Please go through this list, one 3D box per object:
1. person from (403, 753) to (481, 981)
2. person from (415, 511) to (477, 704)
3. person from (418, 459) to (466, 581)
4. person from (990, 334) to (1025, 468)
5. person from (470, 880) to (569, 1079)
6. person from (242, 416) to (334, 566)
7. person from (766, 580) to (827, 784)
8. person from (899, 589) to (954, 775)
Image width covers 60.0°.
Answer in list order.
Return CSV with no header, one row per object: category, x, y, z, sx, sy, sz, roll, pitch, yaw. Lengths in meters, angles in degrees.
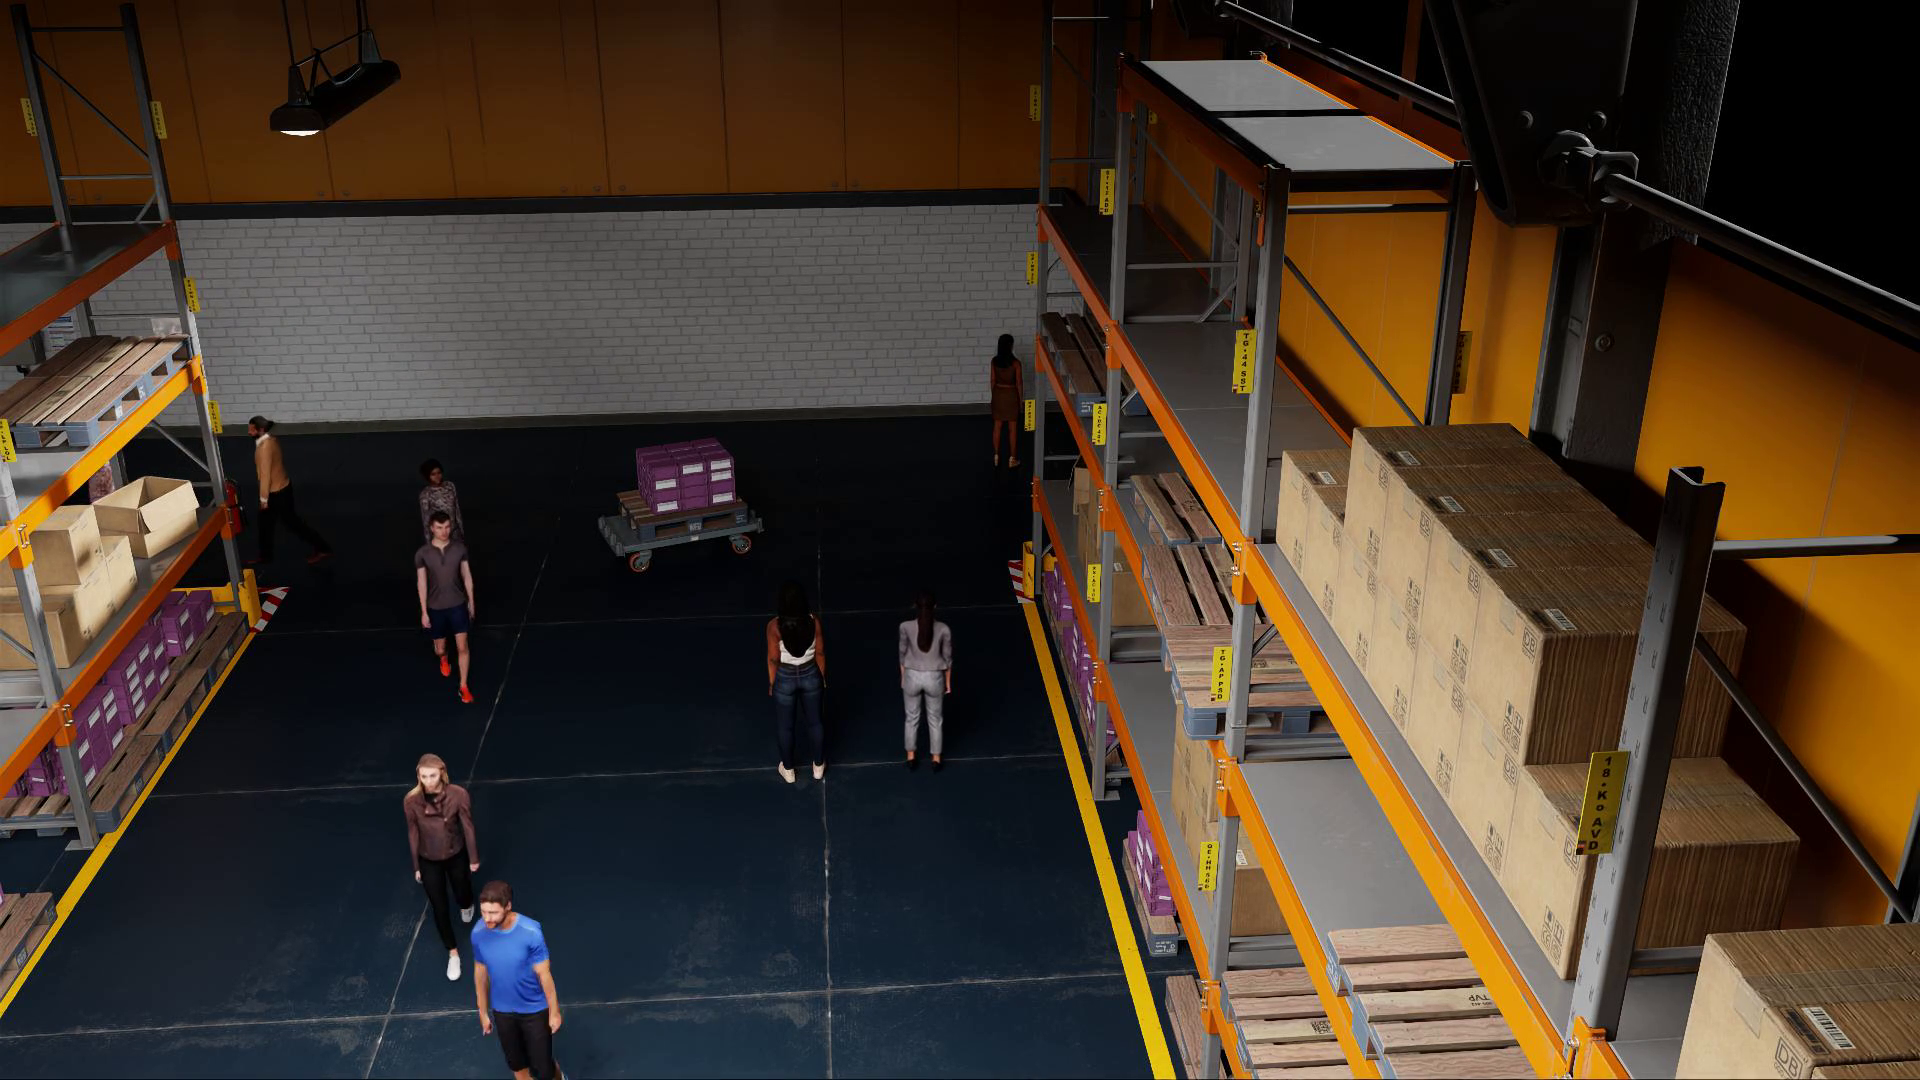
person,-3.592,2.202,11.617,0.674,1.688,0.965,-5,24,-11
person,-4.687,0.576,15.154,0.839,1.834,1.014,-10,26,-22
person,-5.208,-0.029,16.699,0.745,1.704,0.806,-20,31,-38
person,0.566,-1.726,20.605,0.644,1.686,0.646,9,25,20
person,-2.620,2.773,10.101,0.741,1.855,0.787,5,24,10
person,-7.200,-0.502,17.760,0.945,1.720,1.172,-9,25,-19
person,-1.350,1.172,13.822,0.671,1.808,0.631,-5,24,-11
person,-0.299,1.195,13.936,0.642,1.674,0.612,2,24,4
